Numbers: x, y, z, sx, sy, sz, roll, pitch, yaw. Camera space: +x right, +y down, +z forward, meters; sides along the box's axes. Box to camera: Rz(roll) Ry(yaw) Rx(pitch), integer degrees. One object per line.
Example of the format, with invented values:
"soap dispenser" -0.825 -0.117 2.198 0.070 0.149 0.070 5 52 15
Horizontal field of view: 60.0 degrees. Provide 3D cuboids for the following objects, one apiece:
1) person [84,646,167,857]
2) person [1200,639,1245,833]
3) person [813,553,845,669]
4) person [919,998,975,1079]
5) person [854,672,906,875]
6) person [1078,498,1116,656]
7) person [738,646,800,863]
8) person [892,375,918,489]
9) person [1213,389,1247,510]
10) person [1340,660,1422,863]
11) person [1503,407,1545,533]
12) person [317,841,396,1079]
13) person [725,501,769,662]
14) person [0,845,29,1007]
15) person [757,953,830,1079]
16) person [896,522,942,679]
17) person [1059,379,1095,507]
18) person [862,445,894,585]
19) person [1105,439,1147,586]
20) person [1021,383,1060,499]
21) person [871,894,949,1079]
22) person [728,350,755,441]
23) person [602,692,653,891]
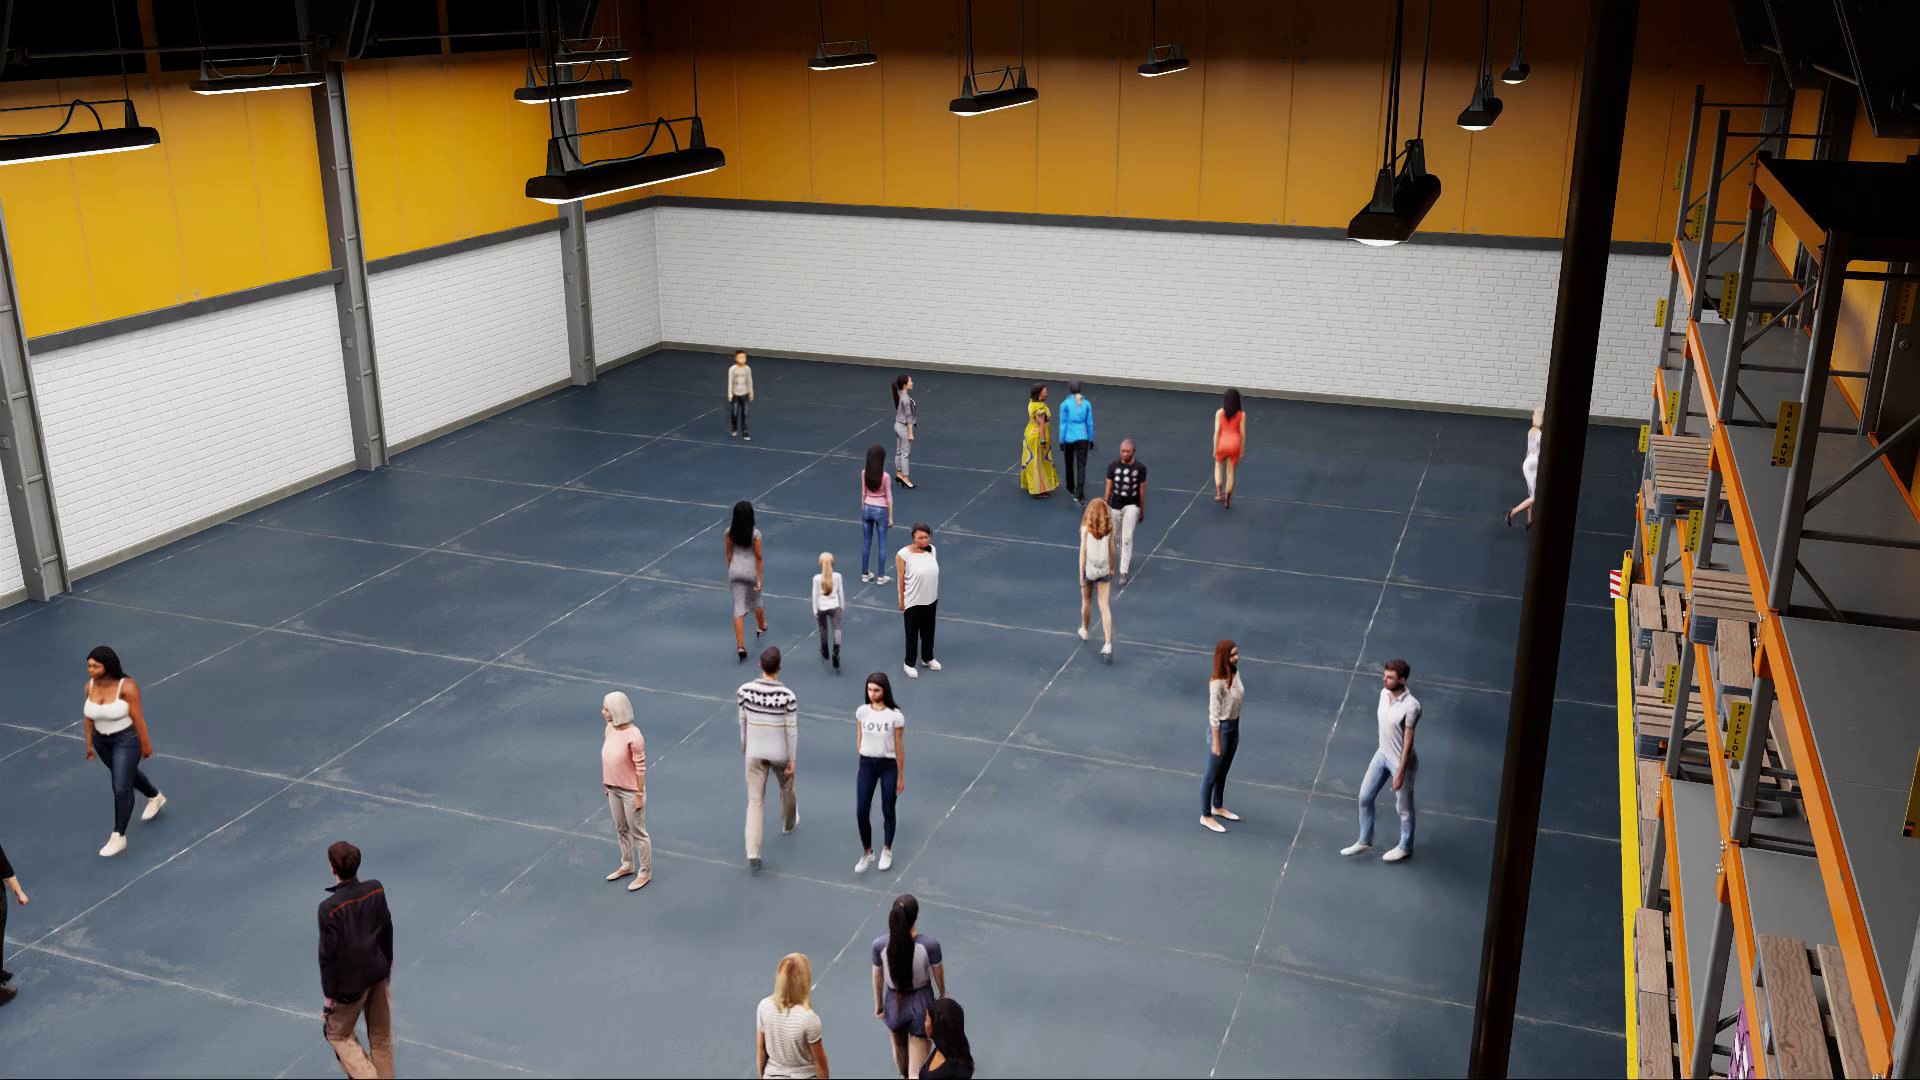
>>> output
"person" -7.186 1.732 14.339 0.777 1.763 1.236 4 19 12
"person" 2.292 1.679 14.552 0.695 1.728 0.553 14 23 37
"person" -1.409 0.764 17.999 0.718 1.263 0.899 -3 19 -8
"person" 0.036 3.412 9.486 1.134 1.677 0.957 -14 23 -36
"person" -0.634 1.899 13.844 0.632 1.763 0.678 4 19 12
"person" 1.534 0.444 18.241 0.999 1.715 1.210 -4 19 -10
"person" -1.639 1.814 13.965 0.903 1.847 1.254 1 19 4
"person" -0.825 -1.597 24.358 0.784 1.678 0.719 -8 20 -22
"person" 3.770 -1.257 23.310 0.652 1.704 0.683 3 19 8
"person" 3.723 1.849 13.889 0.982 1.828 0.921 -9 21 -25
"person" 7.611 -0.907 22.225 0.847 1.733 0.878 -2 19 -6
"person" -3.837 2.865 10.736 0.867 1.916 0.720 14 23 35
"person" -2.368 0.472 18.118 0.760 1.740 1.144 2 19 7
"person" -7.037 2.620 11.915 0.605 1.629 0.648 4 19 11
"person" -0.991 3.247 9.749 0.599 1.822 0.499 7 20 20
"person" -0.412 0.609 17.792 0.725 1.688 0.821 -14 23 -36
"person" 1.645 -1.346 23.488 0.934 1.759 1.284 0 19 1
"person" -1.046 -0.324 20.484 0.577 1.739 0.523 8 20 23
"person" 2.061 -0.390 20.627 0.740 1.773 1.179 5 19 15
"person" 1.119 -1.458 23.974 1.058 1.661 0.951 -4 19 -12
"person" -0.334 3.066 10.606 0.706 1.618 1.021 4 19 12
"person" -3.581 -2.364 26.983 0.781 1.456 0.841 -8 20 -23
"person" -2.716 2.018 13.553 0.666 1.724 0.632 15 24 37
